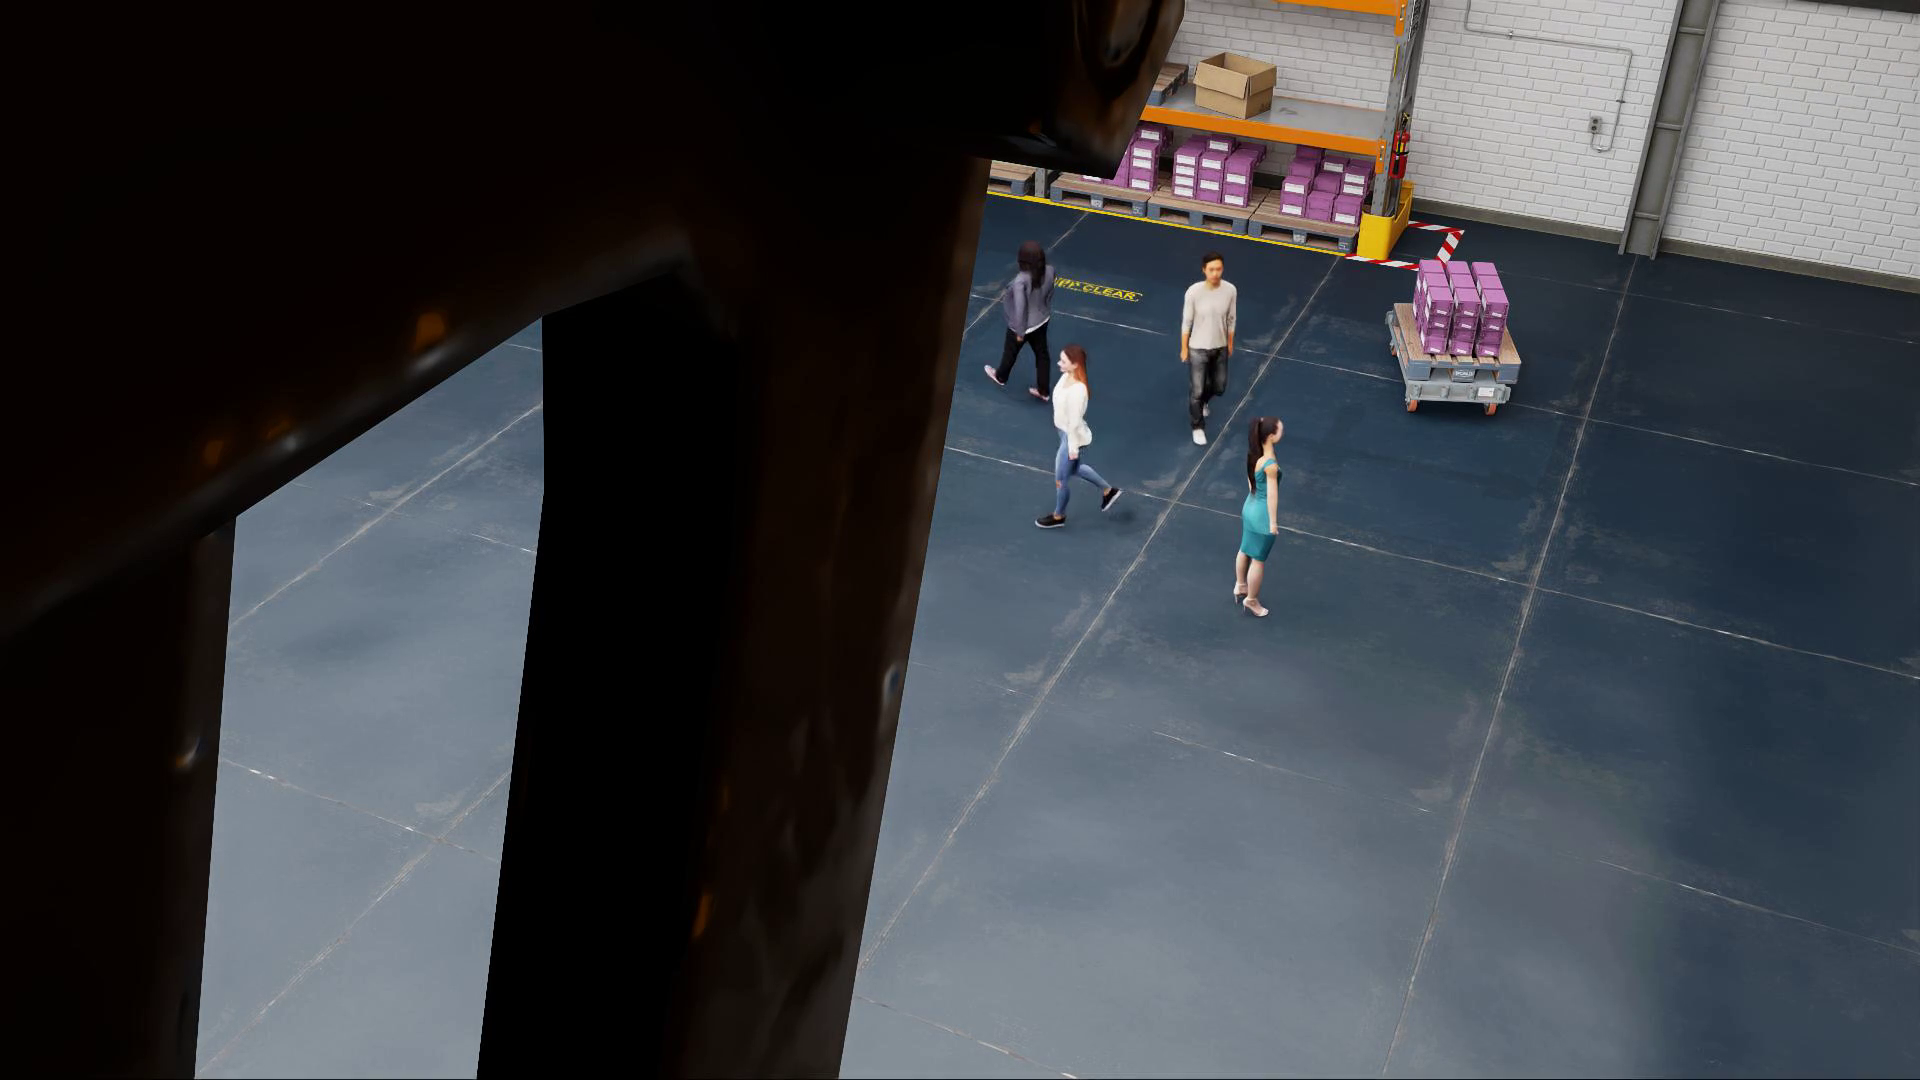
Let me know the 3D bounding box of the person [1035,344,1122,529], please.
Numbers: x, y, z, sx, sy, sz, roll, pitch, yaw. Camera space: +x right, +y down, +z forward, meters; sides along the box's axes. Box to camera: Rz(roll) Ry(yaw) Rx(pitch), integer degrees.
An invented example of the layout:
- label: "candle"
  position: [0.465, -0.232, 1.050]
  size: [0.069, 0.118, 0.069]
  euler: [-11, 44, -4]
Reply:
- label: "person"
  position: [0.979, -0.832, 13.507]
  size: [1.057, 1.673, 0.892]
  euler: [-2, 34, -3]

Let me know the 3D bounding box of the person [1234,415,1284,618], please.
- label: "person"
  position: [2.257, -0.191, 12.525]
  size: [0.655, 1.691, 0.613]
  euler: [-8, 34, -12]

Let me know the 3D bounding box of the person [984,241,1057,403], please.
- label: "person"
  position: [0.689, -1.981, 15.339]
  size: [0.903, 1.559, 1.082]
  euler: [-27, 42, -34]

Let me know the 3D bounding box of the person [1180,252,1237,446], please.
- label: "person"
  position: [2.171, -1.759, 14.784]
  size: [0.891, 1.802, 0.924]
  euler: [-4, 34, -6]
